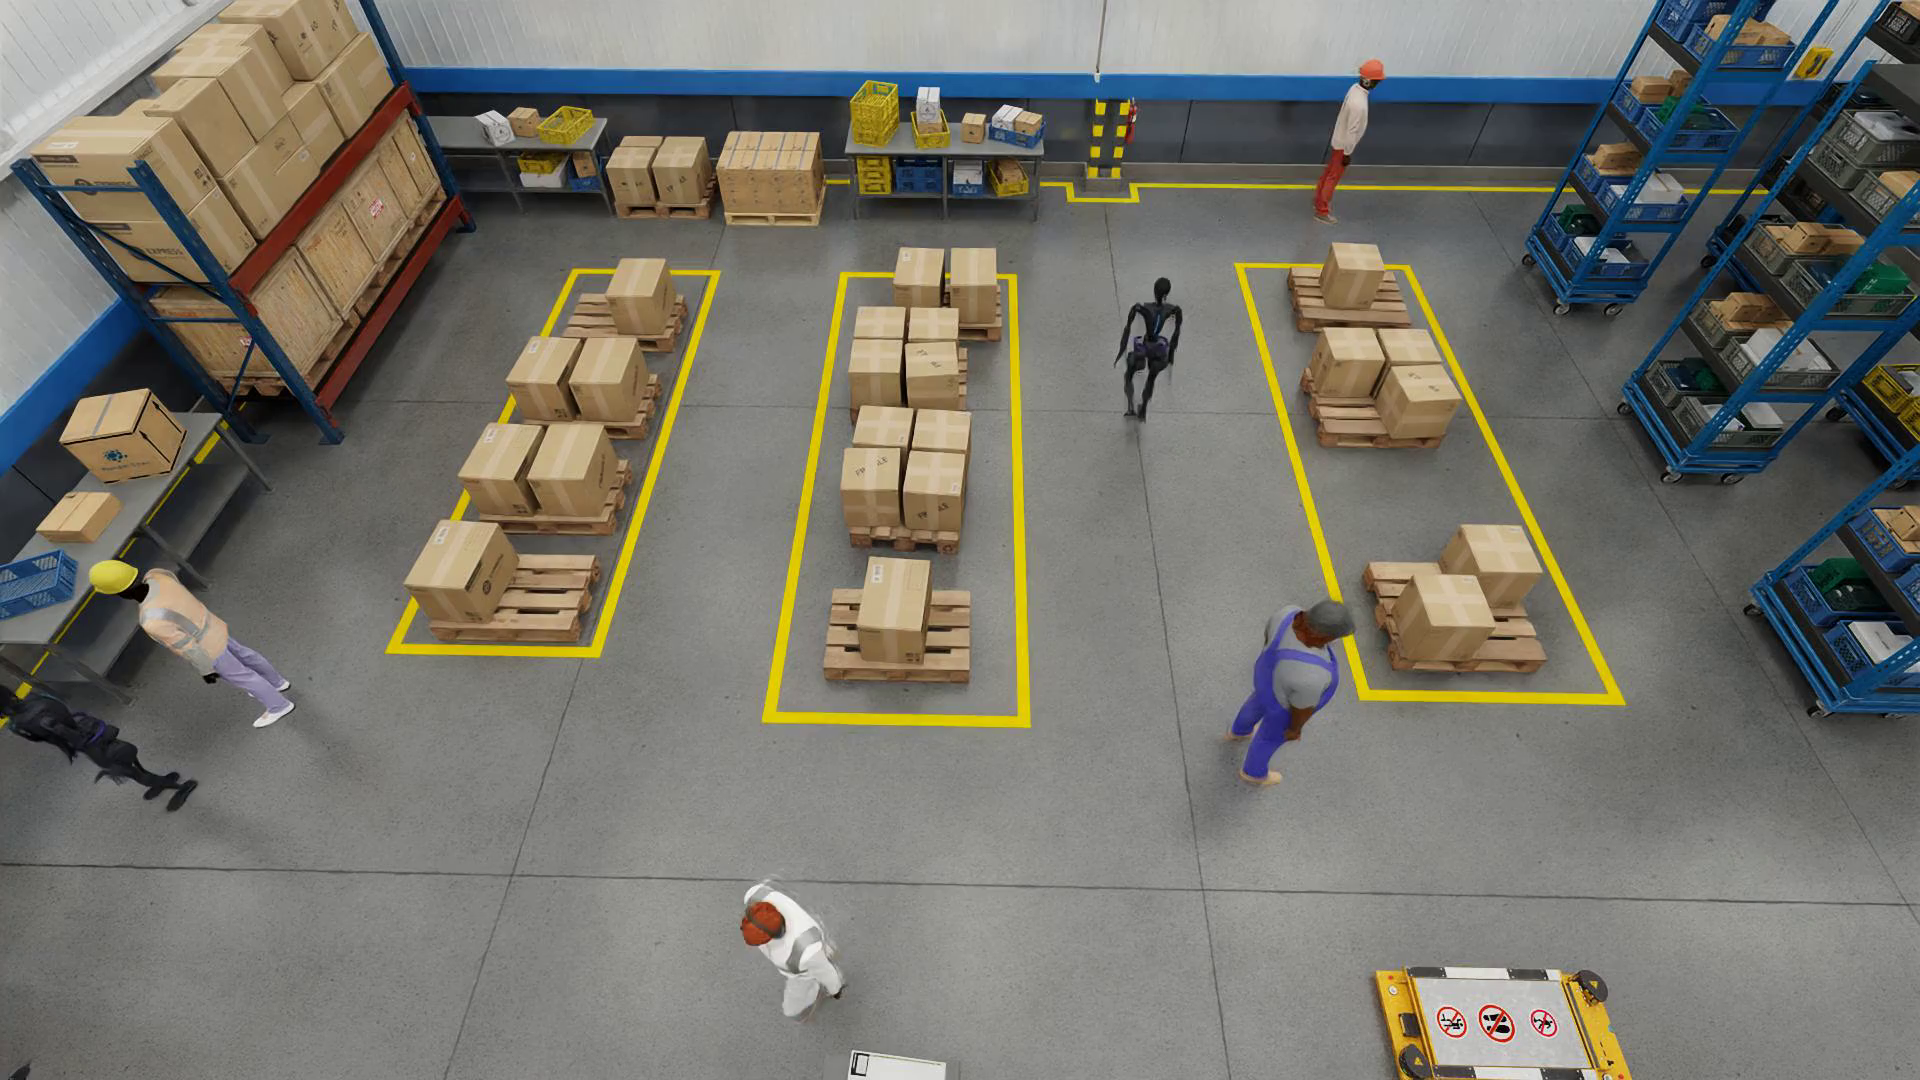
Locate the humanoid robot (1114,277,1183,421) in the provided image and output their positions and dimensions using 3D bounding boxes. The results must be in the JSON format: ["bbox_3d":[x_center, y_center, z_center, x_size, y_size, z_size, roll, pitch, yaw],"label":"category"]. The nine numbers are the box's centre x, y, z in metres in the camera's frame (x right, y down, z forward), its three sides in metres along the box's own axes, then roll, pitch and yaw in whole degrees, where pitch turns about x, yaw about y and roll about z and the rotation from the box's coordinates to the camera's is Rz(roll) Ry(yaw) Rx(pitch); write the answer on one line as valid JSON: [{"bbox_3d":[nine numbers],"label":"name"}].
[{"bbox_3d":[1.859,-1.878,9.105,0.606,1.645,0.352,2,51,1],"label":"humanoid robot"}]

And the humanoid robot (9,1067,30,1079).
[{"bbox_3d":[-5.911,2.976,5.148,0.651,1.651,0.406,16,53,13],"label":"humanoid robot"}]

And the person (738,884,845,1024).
[{"bbox_3d":[-0.993,2.463,5.452,0.715,1.853,0.615,36,59,26],"label":"person"}]

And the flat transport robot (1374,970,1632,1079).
[{"bbox_3d":[3.501,3.133,5.914,1.431,0.197,0.652,1,51,1],"label":"flat transport robot"}]

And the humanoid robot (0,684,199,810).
[{"bbox_3d":[-6.091,1.444,6.395,0.614,1.634,0.376,17,53,13],"label":"humanoid robot"}]

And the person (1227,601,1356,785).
[{"bbox_3d":[2.348,1.051,6.487,0.536,2.000,0.688,-2,51,-2],"label":"person"}]

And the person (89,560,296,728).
[{"bbox_3d":[-5.630,0.766,6.794,0.379,1.923,0.587,-22,54,-17],"label":"person"}]

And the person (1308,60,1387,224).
[{"bbox_3d":[4.820,-4.940,11.411,0.413,1.994,0.622,10,51,8],"label":"person"}]
